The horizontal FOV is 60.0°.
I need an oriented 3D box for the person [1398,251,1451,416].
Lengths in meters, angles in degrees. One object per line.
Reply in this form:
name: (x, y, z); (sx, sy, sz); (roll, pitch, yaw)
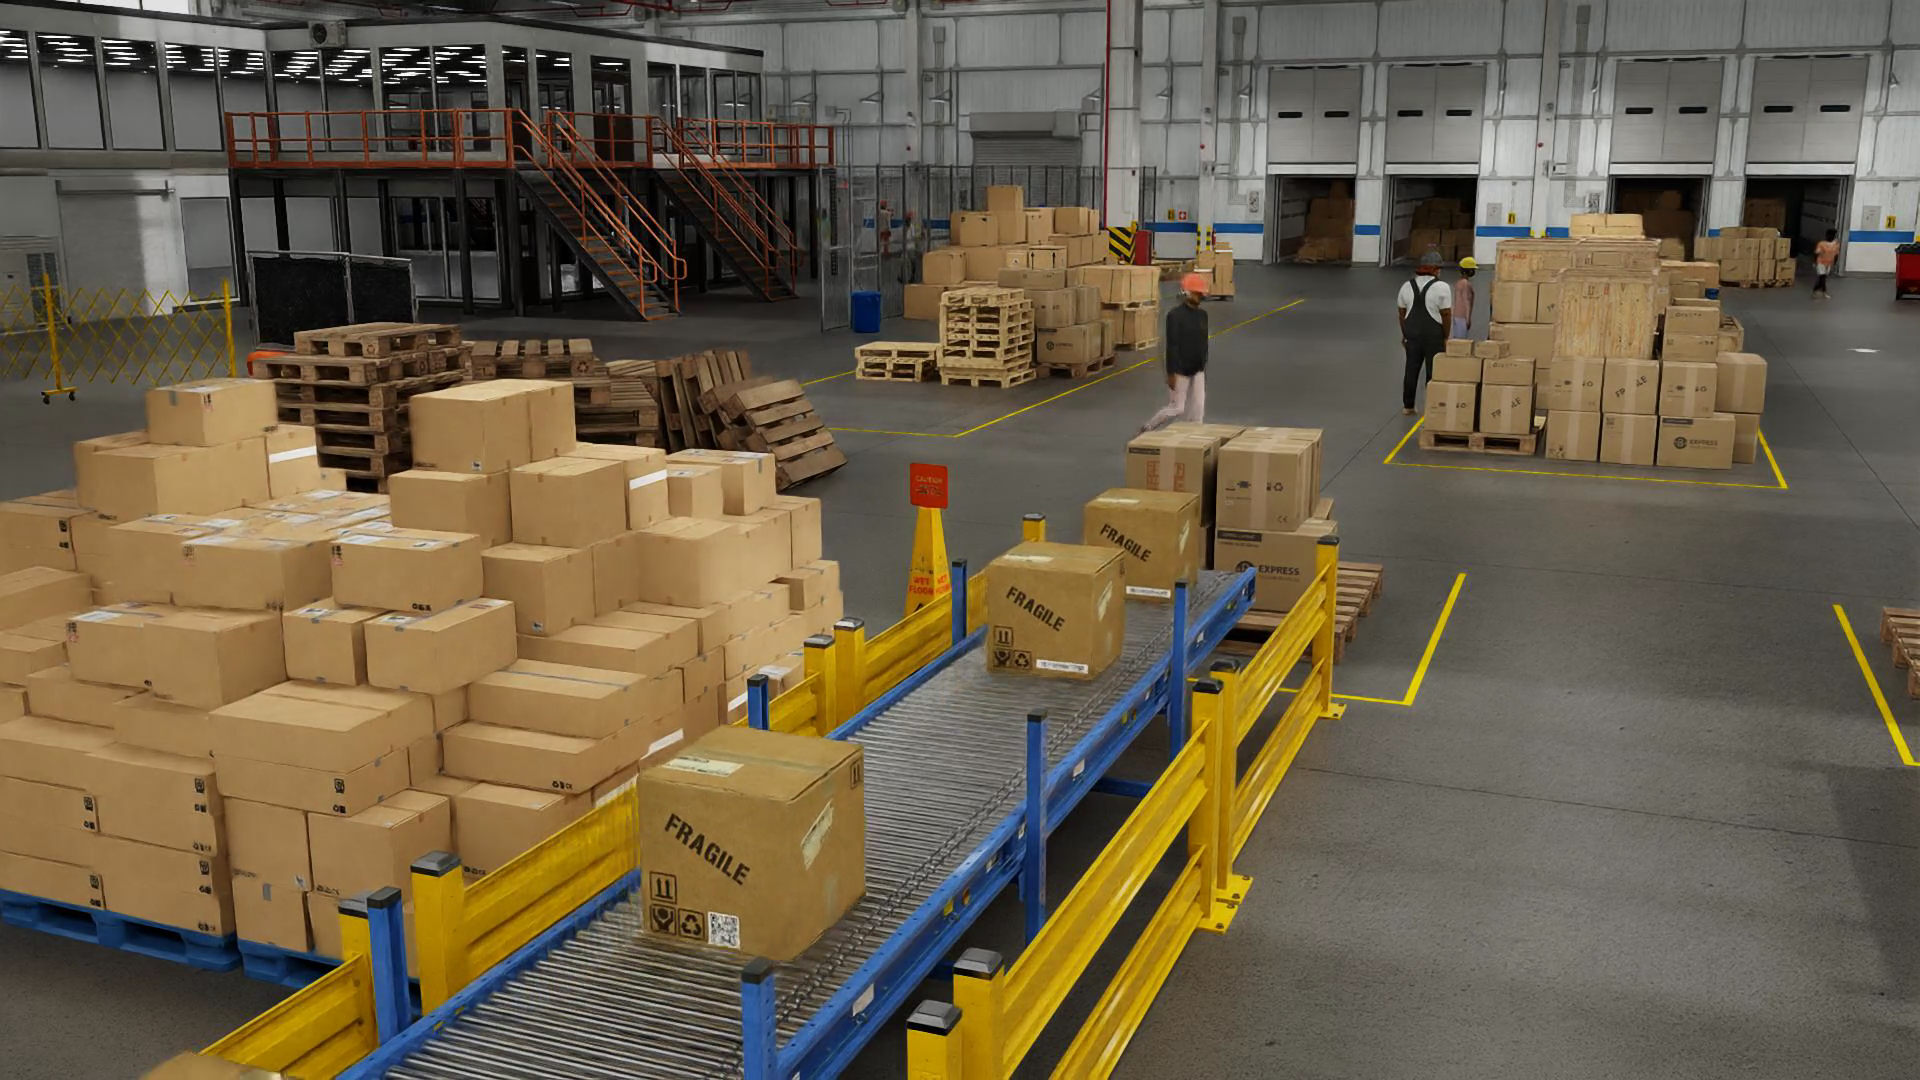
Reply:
person: (5.741, -2.526, 20.415); (0.673, 2.000, 0.535); (12, 17, 42)

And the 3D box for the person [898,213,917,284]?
person: (-1.414, -7.773, 44.305); (0.563, 1.883, 0.979); (4, 13, 17)

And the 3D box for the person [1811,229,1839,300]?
person: (20.166, -6.438, 38.837); (0.536, 1.656, 0.815); (-2, 13, -9)

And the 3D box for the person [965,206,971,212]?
person: (0.356, -9.378, 51.477); (0.493, 1.901, 0.594); (7, 14, 27)

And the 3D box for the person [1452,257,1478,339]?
person: (7.287, -3.200, 24.061); (0.310, 1.769, 0.522); (0, 13, -1)

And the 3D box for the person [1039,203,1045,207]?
person: (2.667, -9.915, 53.763); (0.605, 1.951, 0.380); (0, 13, 0)

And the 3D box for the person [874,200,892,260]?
person: (-2.572, -10.386, 55.772); (0.617, 1.993, 0.396); (7, 14, 30)

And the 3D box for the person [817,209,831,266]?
person: (-4.344, -9.544, 52.444); (0.624, 1.804, 0.930); (-5, 14, -22)

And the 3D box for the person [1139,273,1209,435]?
person: (2.286, -1.790, 17.302); (0.623, 1.971, 0.760); (-10, 16, -39)
